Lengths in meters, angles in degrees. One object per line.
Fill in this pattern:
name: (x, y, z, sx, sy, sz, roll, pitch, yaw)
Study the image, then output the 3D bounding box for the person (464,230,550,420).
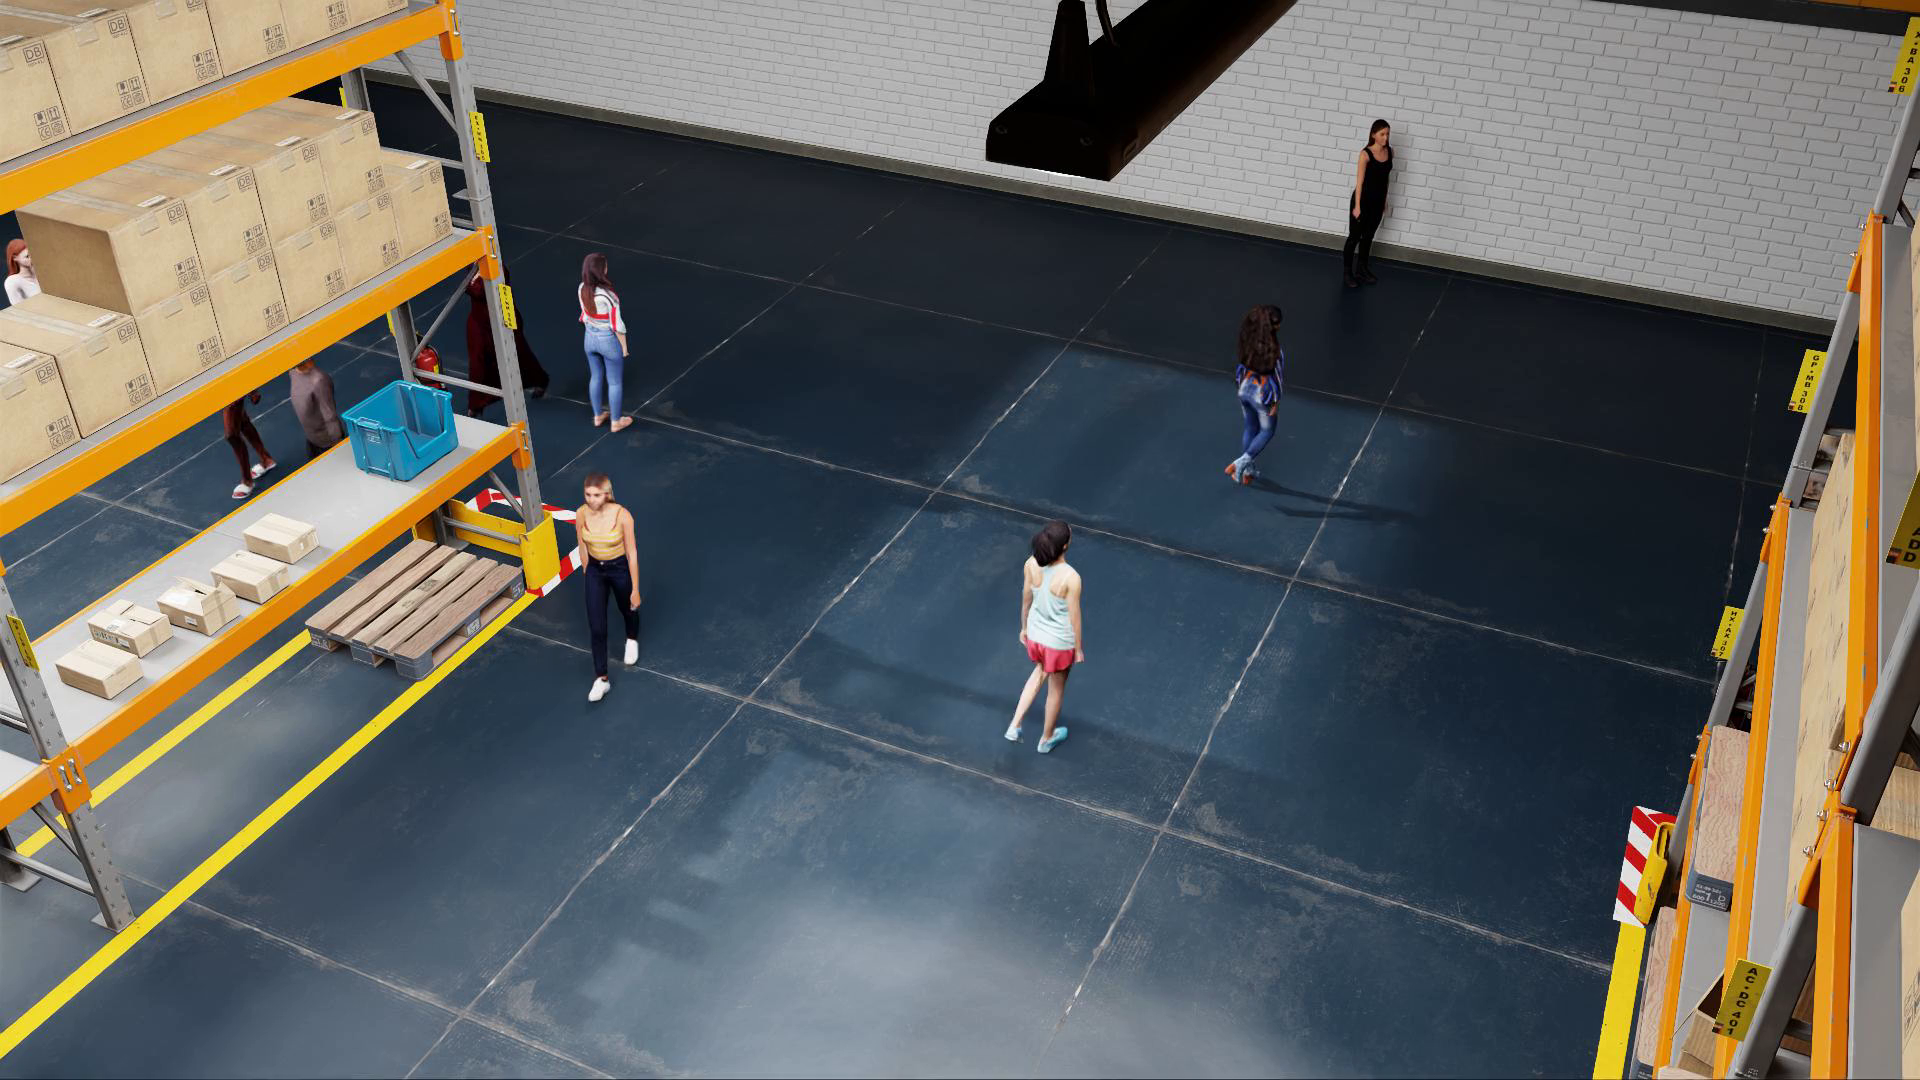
person: (-3.905, -1.872, 14.307, 0.797, 1.705, 1.149, 22, 39, 29)

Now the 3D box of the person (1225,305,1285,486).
person: (2.325, -1.115, 13.254, 0.845, 1.609, 0.758, -27, 42, -34)

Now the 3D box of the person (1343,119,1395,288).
person: (4.075, -3.370, 16.576, 0.664, 1.688, 0.742, -16, 37, -23)

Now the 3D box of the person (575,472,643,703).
person: (-2.335, 0.204, 11.282, 0.809, 1.596, 1.072, 2, 34, 4)

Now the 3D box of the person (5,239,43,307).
person: (-7.718, -1.706, 14.004, 0.719, 1.762, 0.577, 1, 34, 1)

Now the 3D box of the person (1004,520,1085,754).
person: (0.522, 0.667, 10.440, 0.702, 1.757, 0.848, 26, 42, 34)

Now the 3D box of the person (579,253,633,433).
person: (-3.031, -1.675, 14.096, 0.596, 1.609, 0.506, 17, 37, 23)
